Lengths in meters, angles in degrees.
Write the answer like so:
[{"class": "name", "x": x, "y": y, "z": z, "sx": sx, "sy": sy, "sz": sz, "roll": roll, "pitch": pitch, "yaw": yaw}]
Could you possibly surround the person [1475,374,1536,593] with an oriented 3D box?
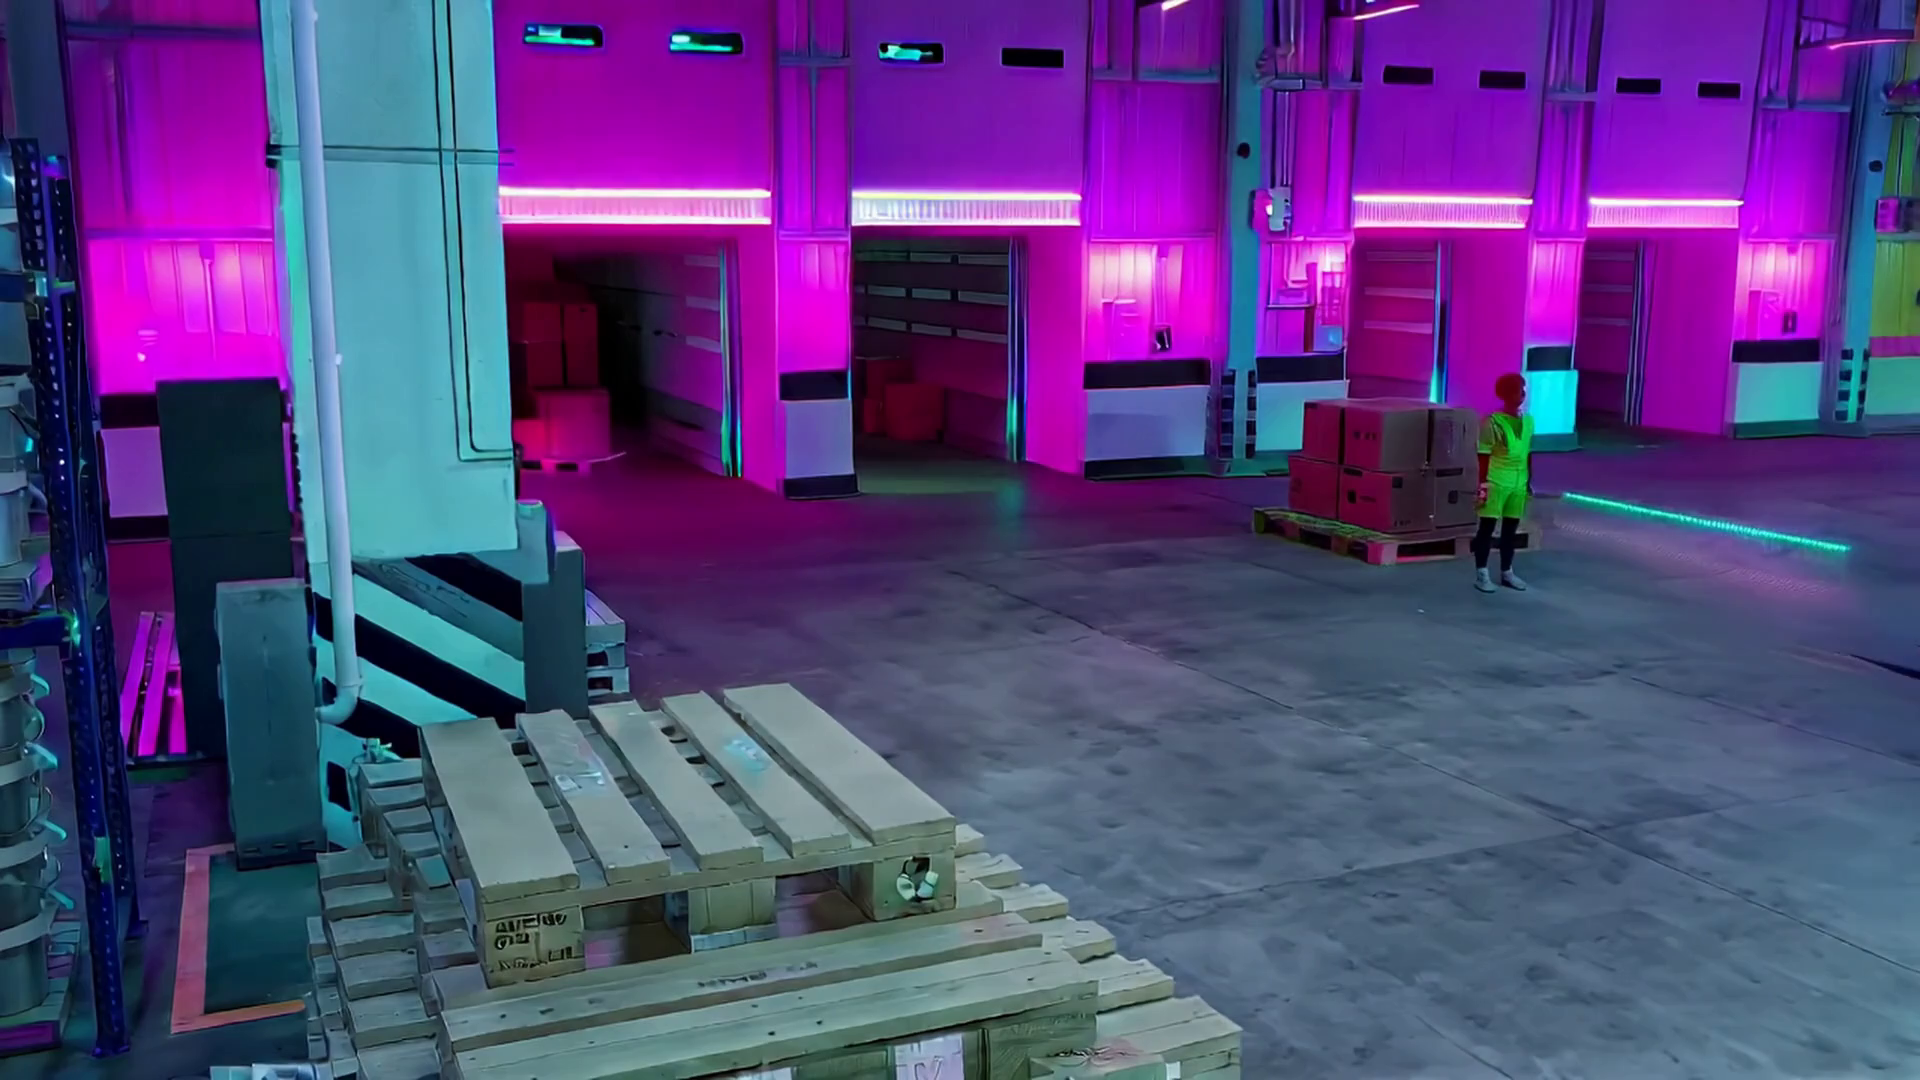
[{"class": "person", "x": 4.224, "y": -0.442, "z": 12.885, "sx": 0.535, "sy": 1.697, "sz": 0.318, "roll": -4, "pitch": 11, "yaw": -21}]
